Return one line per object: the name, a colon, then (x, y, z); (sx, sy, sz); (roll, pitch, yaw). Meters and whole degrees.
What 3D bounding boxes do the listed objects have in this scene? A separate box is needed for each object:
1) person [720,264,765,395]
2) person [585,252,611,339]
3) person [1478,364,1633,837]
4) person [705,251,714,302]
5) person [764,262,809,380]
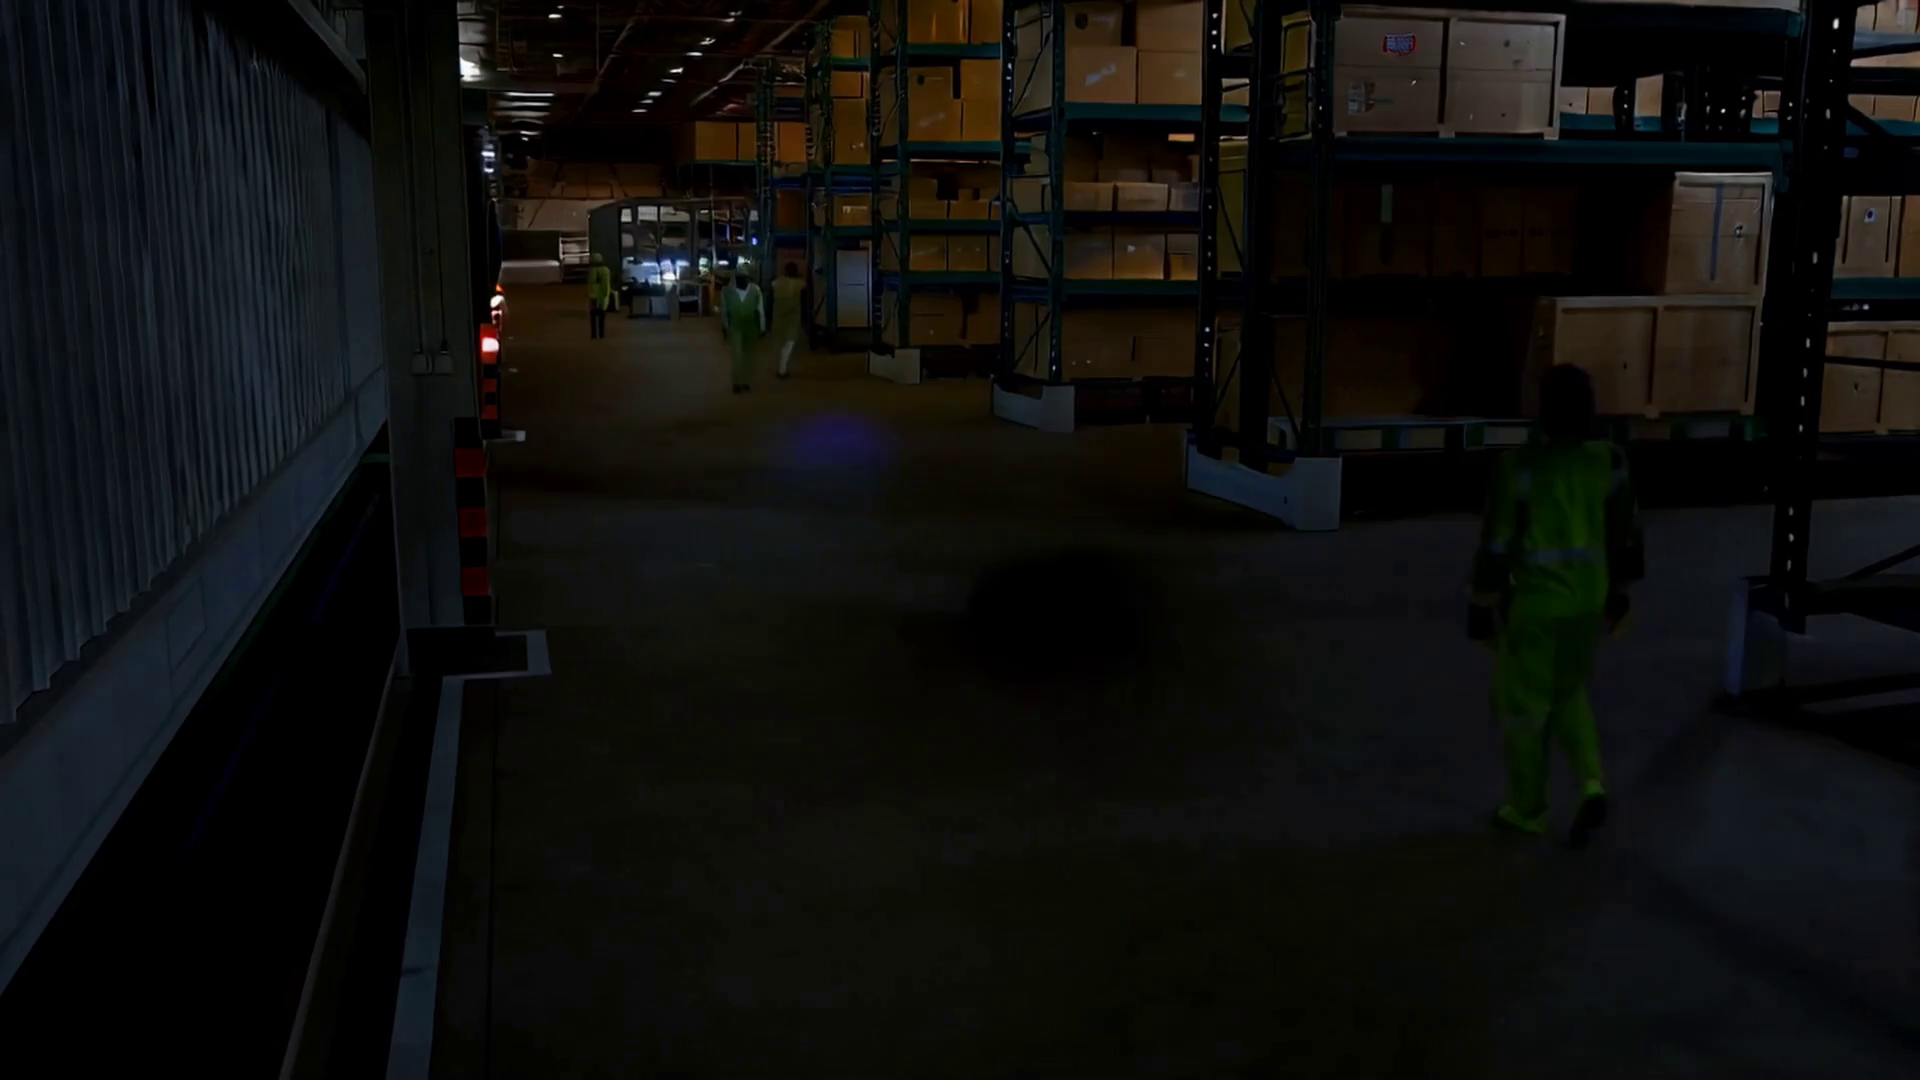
person: (-2.978, -2.894, 22.871); (0.599, 1.774, 0.948); (-2, 10, -12)
person: (-7.926, -5.348, 36.440); (0.548, 1.905, 0.777); (-2, 10, -9)
person: (2.006, 0.219, 5.656); (0.534, 1.626, 0.364); (-2, 10, -10)
person: (-9.232, -9.665, 61.057); (0.590, 1.836, 0.404); (-7, 12, -36)
person: (-2.628, -3.332, 25.365); (0.693, 1.784, 0.928); (3, 11, 18)
